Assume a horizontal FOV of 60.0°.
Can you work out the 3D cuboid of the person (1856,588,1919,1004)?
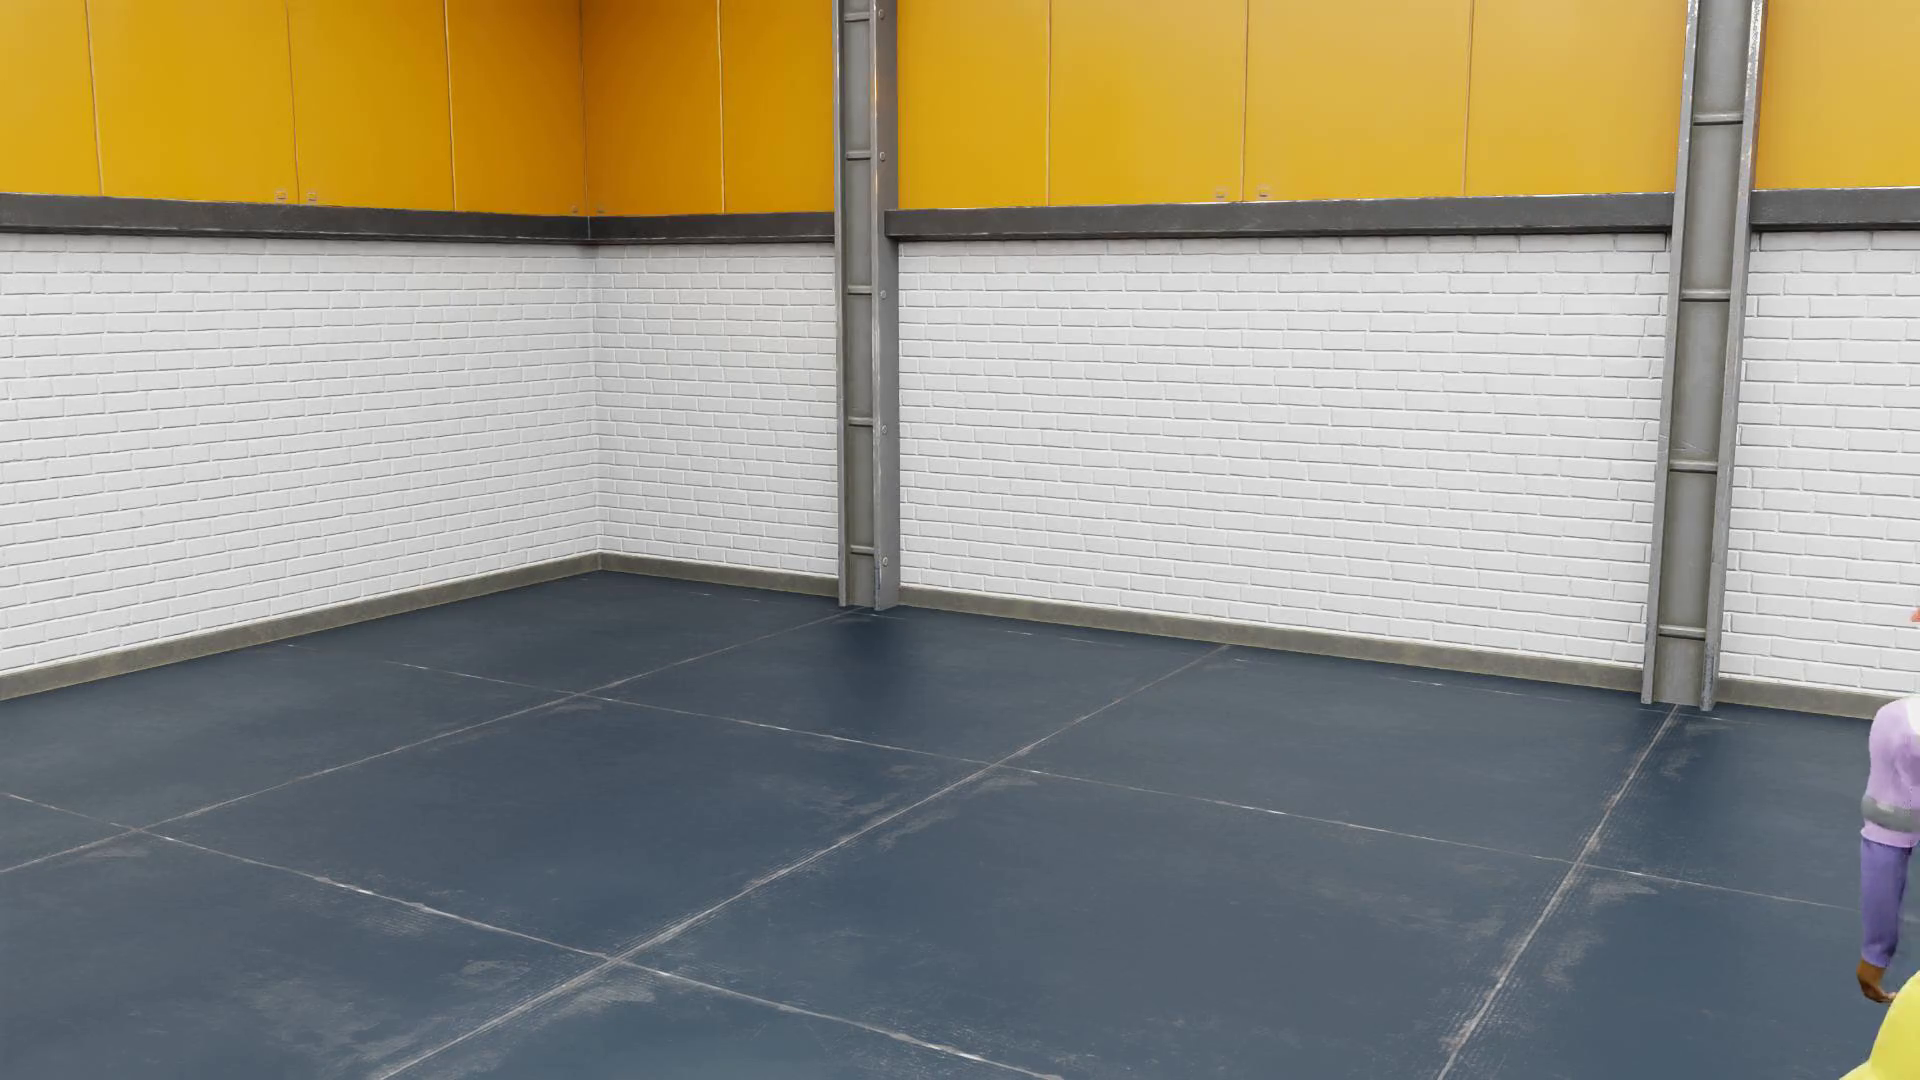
[{"bbox_3d":[2.562,0.998,4.143,0.637,1.987,0.923,0,9,2],"label":"person"}]

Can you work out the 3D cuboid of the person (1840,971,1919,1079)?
[{"bbox_3d":[1.262,1.395,1.982,0.852,1.897,0.595,1,9,5],"label":"person"}]
